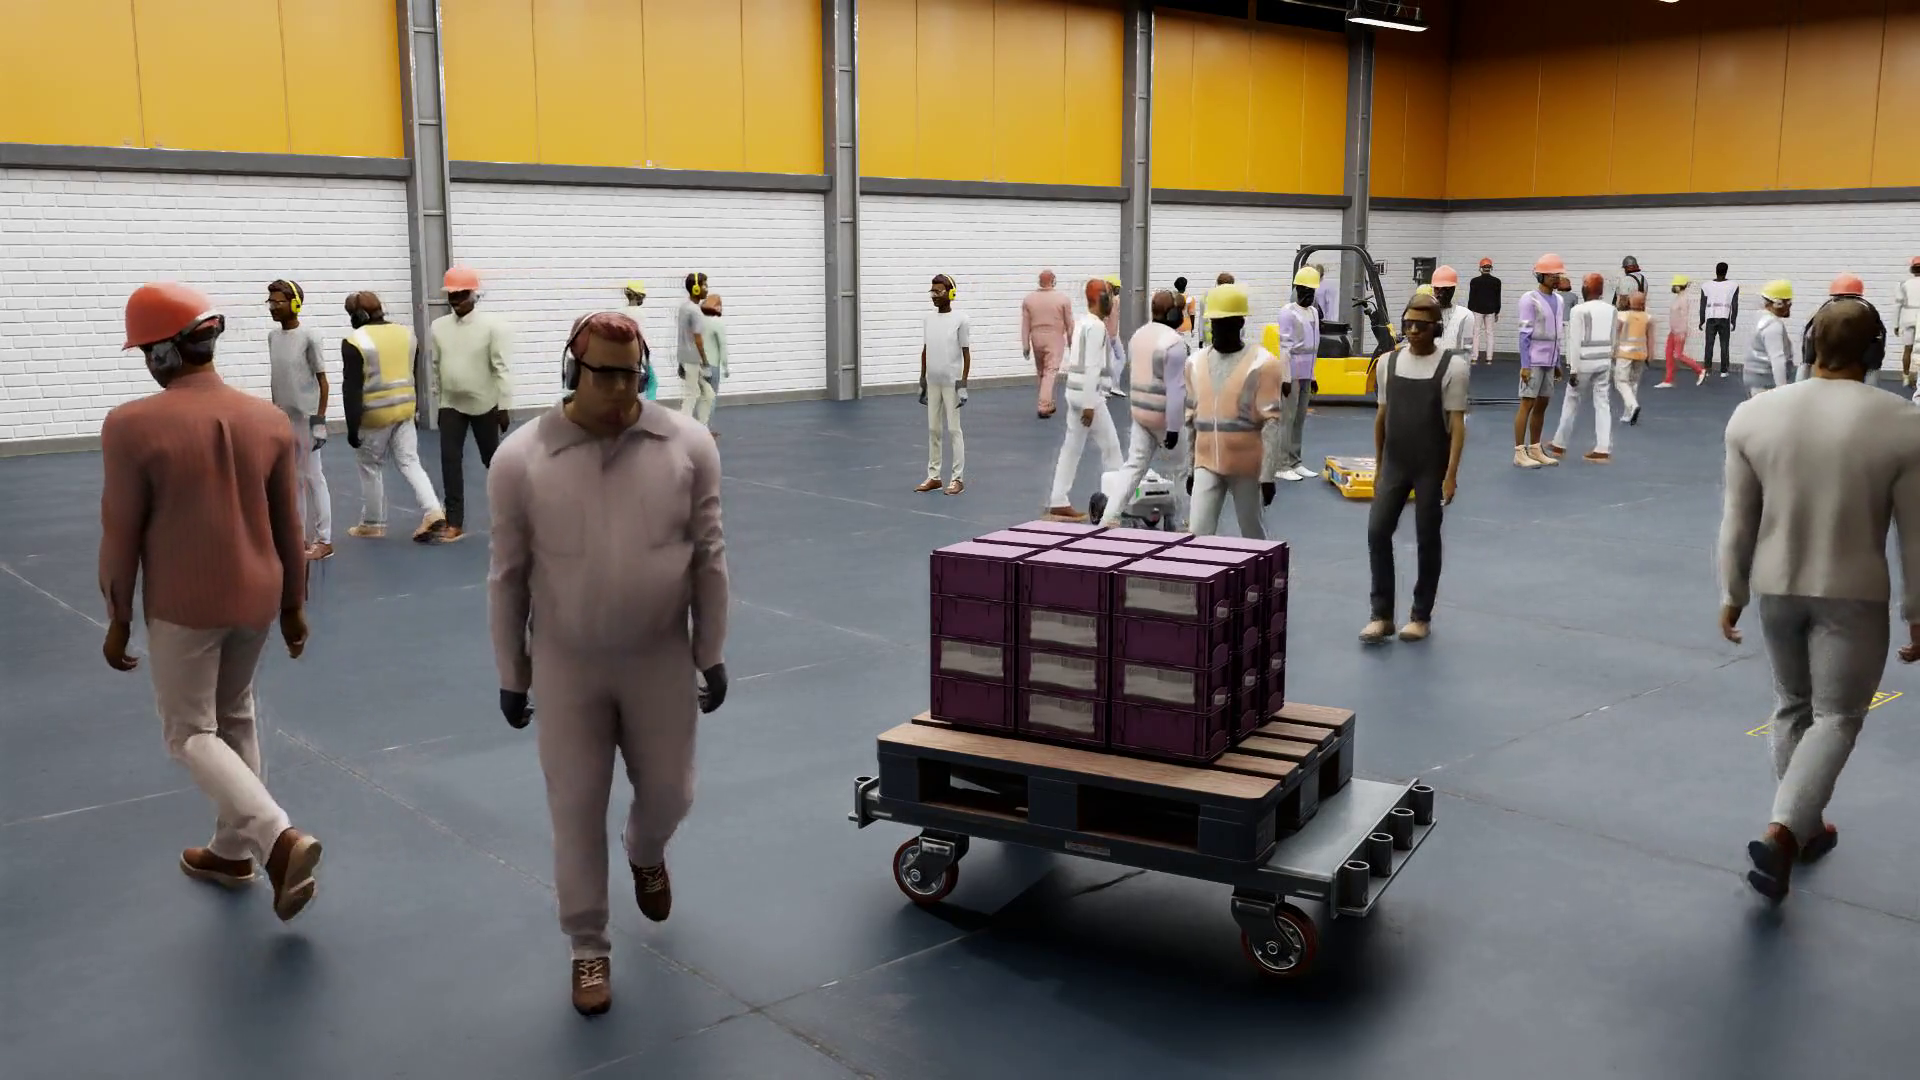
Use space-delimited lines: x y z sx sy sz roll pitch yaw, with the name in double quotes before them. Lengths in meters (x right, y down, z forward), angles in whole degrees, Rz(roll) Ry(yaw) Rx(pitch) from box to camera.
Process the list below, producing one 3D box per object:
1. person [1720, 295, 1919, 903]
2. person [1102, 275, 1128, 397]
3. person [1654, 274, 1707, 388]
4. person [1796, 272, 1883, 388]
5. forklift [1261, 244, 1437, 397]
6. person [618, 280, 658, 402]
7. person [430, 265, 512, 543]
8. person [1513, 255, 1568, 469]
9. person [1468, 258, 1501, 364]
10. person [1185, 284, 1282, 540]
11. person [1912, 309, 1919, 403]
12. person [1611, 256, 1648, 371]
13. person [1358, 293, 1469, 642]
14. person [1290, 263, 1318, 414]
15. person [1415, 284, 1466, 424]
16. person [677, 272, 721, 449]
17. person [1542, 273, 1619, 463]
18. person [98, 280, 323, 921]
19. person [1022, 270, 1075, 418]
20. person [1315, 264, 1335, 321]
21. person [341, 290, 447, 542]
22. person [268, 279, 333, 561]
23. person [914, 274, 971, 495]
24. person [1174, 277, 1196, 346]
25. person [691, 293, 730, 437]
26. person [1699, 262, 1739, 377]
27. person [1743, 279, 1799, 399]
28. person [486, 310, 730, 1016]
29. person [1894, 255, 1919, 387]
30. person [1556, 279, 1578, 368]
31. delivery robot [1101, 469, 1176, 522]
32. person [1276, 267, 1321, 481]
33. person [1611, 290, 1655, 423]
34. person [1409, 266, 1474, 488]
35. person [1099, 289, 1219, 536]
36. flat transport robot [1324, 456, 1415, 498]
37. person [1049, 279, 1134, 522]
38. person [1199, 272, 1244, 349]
"person" 2.719 0.182 5.278 0.639 1.910 0.897 9 13 43
"person" 2.180 -2.908 23.815 0.581 1.734 0.540 -4 10 -21
"person" 11.074 -3.183 25.455 0.639 1.750 0.528 1 10 6
"person" 6.601 -1.050 12.506 0.551 1.913 0.850 3 10 16
"forklift" 5.256 -2.933 22.661 2.313 2.155 1.214 3 10 16
"person" -3.680 -2.098 19.085 0.543 1.731 0.652 9 13 41
"person" -3.498 -1.000 12.042 0.623 1.967 0.900 2 10 13
"person" 5.583 -1.701 15.925 0.605 2.033 0.399 -7 12 -36
"person" 9.799 -4.274 31.130 0.617 1.986 0.400 -1 10 -4
"person" 1.464 -0.432 8.944 0.598 1.886 0.964 7 12 36
"person" 10.412 -1.913 17.747 0.403 1.834 0.589 1 10 7
"person" 11.771 -4.001 29.363 0.683 2.000 0.536 -7 12 -34
"person" 2.321 -0.351 8.595 0.519 1.825 0.666 7 12 35
"person" 4.407 -2.575 21.342 0.367 1.933 0.629 -1 10 -7
"person" 5.212 -1.963 18.357 0.684 1.721 0.498 0 10 -1
"person" -2.661 -1.809 17.071 0.643 1.847 0.573 -3 10 -19
"person" 6.183 -1.707 16.484 0.602 1.845 0.906 -3 10 -18
"person" -2.231 0.194 5.063 0.824 1.960 0.612 6 11 31
"person" 1.114 -2.470 20.970 0.643 1.859 1.009 5 11 25
"person" 6.370 -3.916 29.314 0.985 1.903 0.642 -9 13 -42
"person" -4.034 -0.861 11.739 0.887 1.798 0.652 6 11 32
"person" -4.410 -0.789 11.060 0.515 1.872 0.333 5 11 29
"person" -0.149 -1.322 14.181 0.513 1.872 0.328 7 12 34
"person" 3.545 -3.392 26.834 0.531 1.691 0.321 4 11 23
"person" -2.797 -1.939 18.563 0.514 1.615 0.333 7 12 37
"person" 12.756 -3.705 27.988 0.590 1.920 0.398 5 11 25
"person" 7.248 -1.418 14.888 0.441 1.816 0.604 3 10 19
"person" -0.972 0.305 4.609 0.659 1.884 0.570 -3 10 -17
"person" 14.741 -3.356 25.603 0.673 2.030 0.429 9 13 44
"person" 10.944 -3.938 30.181 0.497 1.636 0.286 2 10 10
"delivery robot" 1.297 -0.360 12.117 0.477 0.478 0.707 -3 10 -17
"person" 3.088 -1.507 15.105 0.383 1.924 0.589 8 12 39
"person" 8.077 -2.185 19.945 0.515 1.622 0.657 -1 10 -3
"person" 4.190 -1.416 14.528 0.545 1.939 0.354 2 10 9
"person" 1.366 -0.852 11.662 0.940 1.805 0.636 -5 11 -28
"flat transport robot" 3.566 -0.555 14.363 0.652 0.197 1.431 1 10 5
"person" 1.095 -1.050 12.680 0.943 1.833 0.603 -2 10 -9
"person" 3.610 -2.806 23.057 0.643 1.812 0.758 3 10 19
